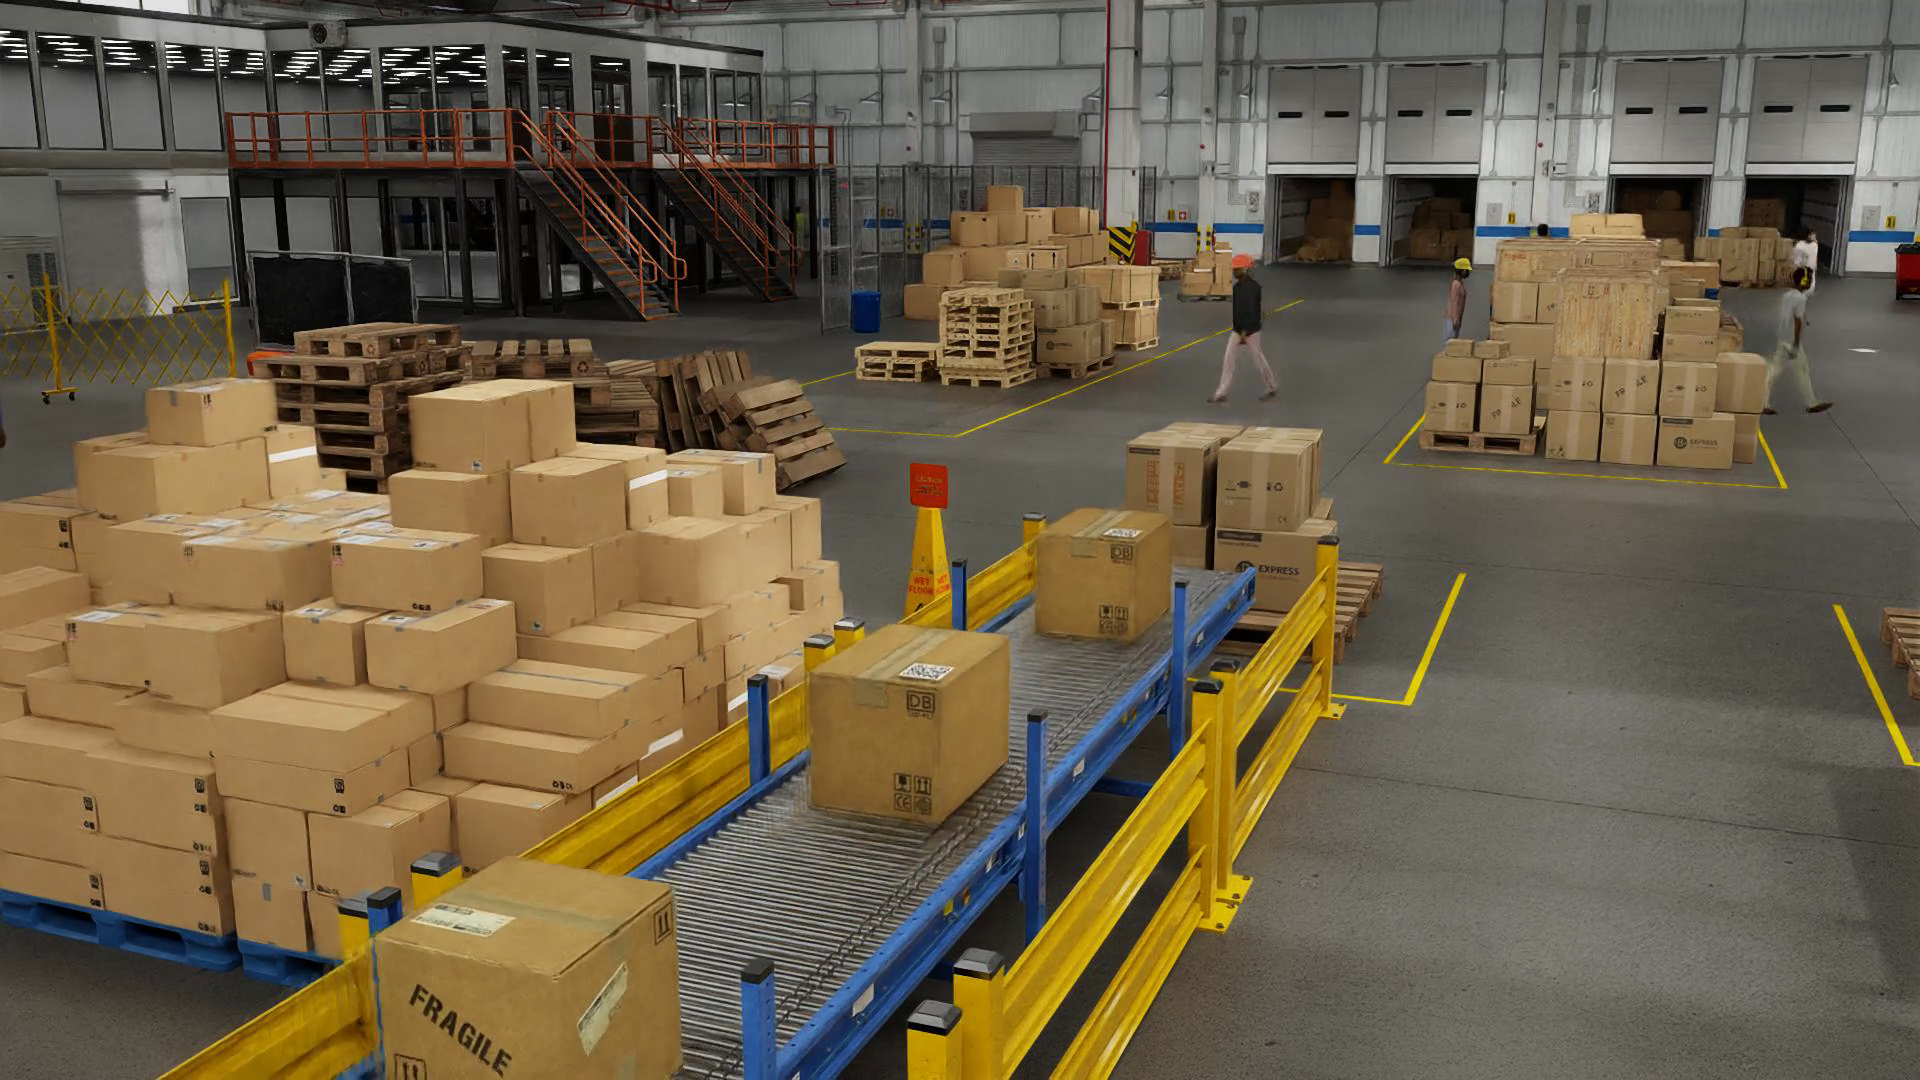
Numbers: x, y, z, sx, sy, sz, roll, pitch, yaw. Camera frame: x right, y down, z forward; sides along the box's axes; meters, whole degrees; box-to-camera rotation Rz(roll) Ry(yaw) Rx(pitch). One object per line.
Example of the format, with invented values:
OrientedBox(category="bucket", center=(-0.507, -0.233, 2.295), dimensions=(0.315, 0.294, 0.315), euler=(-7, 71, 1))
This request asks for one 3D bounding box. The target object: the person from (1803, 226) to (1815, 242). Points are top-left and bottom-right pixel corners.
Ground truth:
OrientedBox(category="person", center=(20.027, -6.570, 39.338), dimensions=(0.321, 1.694, 0.529), euler=(3, 13, 12))

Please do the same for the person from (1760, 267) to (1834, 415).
OrientedBox(category="person", center=(10.323, -2.438, 20.514), dimensions=(0.953, 1.821, 0.544), euler=(-1, 13, -6))

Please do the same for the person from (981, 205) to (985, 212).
OrientedBox(category="person", center=(0.707, -9.282, 50.955), dimensions=(0.542, 1.938, 0.358), euler=(-2, 13, -9))

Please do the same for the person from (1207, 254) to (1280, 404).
OrientedBox(category="person", center=(3.750, -2.738, 21.611), dimensions=(1.016, 1.948, 0.613), euler=(-6, 14, -26))

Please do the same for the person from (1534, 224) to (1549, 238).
OrientedBox(category="person", center=(13.138, -6.244, 37.648), dimensions=(0.957, 1.790, 0.648), euler=(7, 14, 27))

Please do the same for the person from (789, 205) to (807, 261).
OrientedBox(category="person", center=(-5.393, -10.177, 55.189), dimensions=(0.634, 1.839, 0.429), euler=(-7, 15, -30))

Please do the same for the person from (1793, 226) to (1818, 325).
OrientedBox(category="person", center=(16.484, -5.180, 32.589), dimensions=(0.631, 1.927, 0.594), euler=(-7, 14, -28))

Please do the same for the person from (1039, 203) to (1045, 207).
OrientedBox(category="person", center=(2.657, -9.914, 53.781), dimensions=(0.602, 1.940, 0.402), euler=(0, 13, 2))

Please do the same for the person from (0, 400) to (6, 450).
OrientedBox(category="person", center=(-7.843, -0.860, 13.013), dimensions=(0.642, 2.000, 0.967), euler=(-8, 15, -31))

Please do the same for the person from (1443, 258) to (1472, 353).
OrientedBox(category="person", center=(7.178, -3.189, 24.039), dimensions=(0.367, 1.756, 0.525), euler=(5, 14, 21))
